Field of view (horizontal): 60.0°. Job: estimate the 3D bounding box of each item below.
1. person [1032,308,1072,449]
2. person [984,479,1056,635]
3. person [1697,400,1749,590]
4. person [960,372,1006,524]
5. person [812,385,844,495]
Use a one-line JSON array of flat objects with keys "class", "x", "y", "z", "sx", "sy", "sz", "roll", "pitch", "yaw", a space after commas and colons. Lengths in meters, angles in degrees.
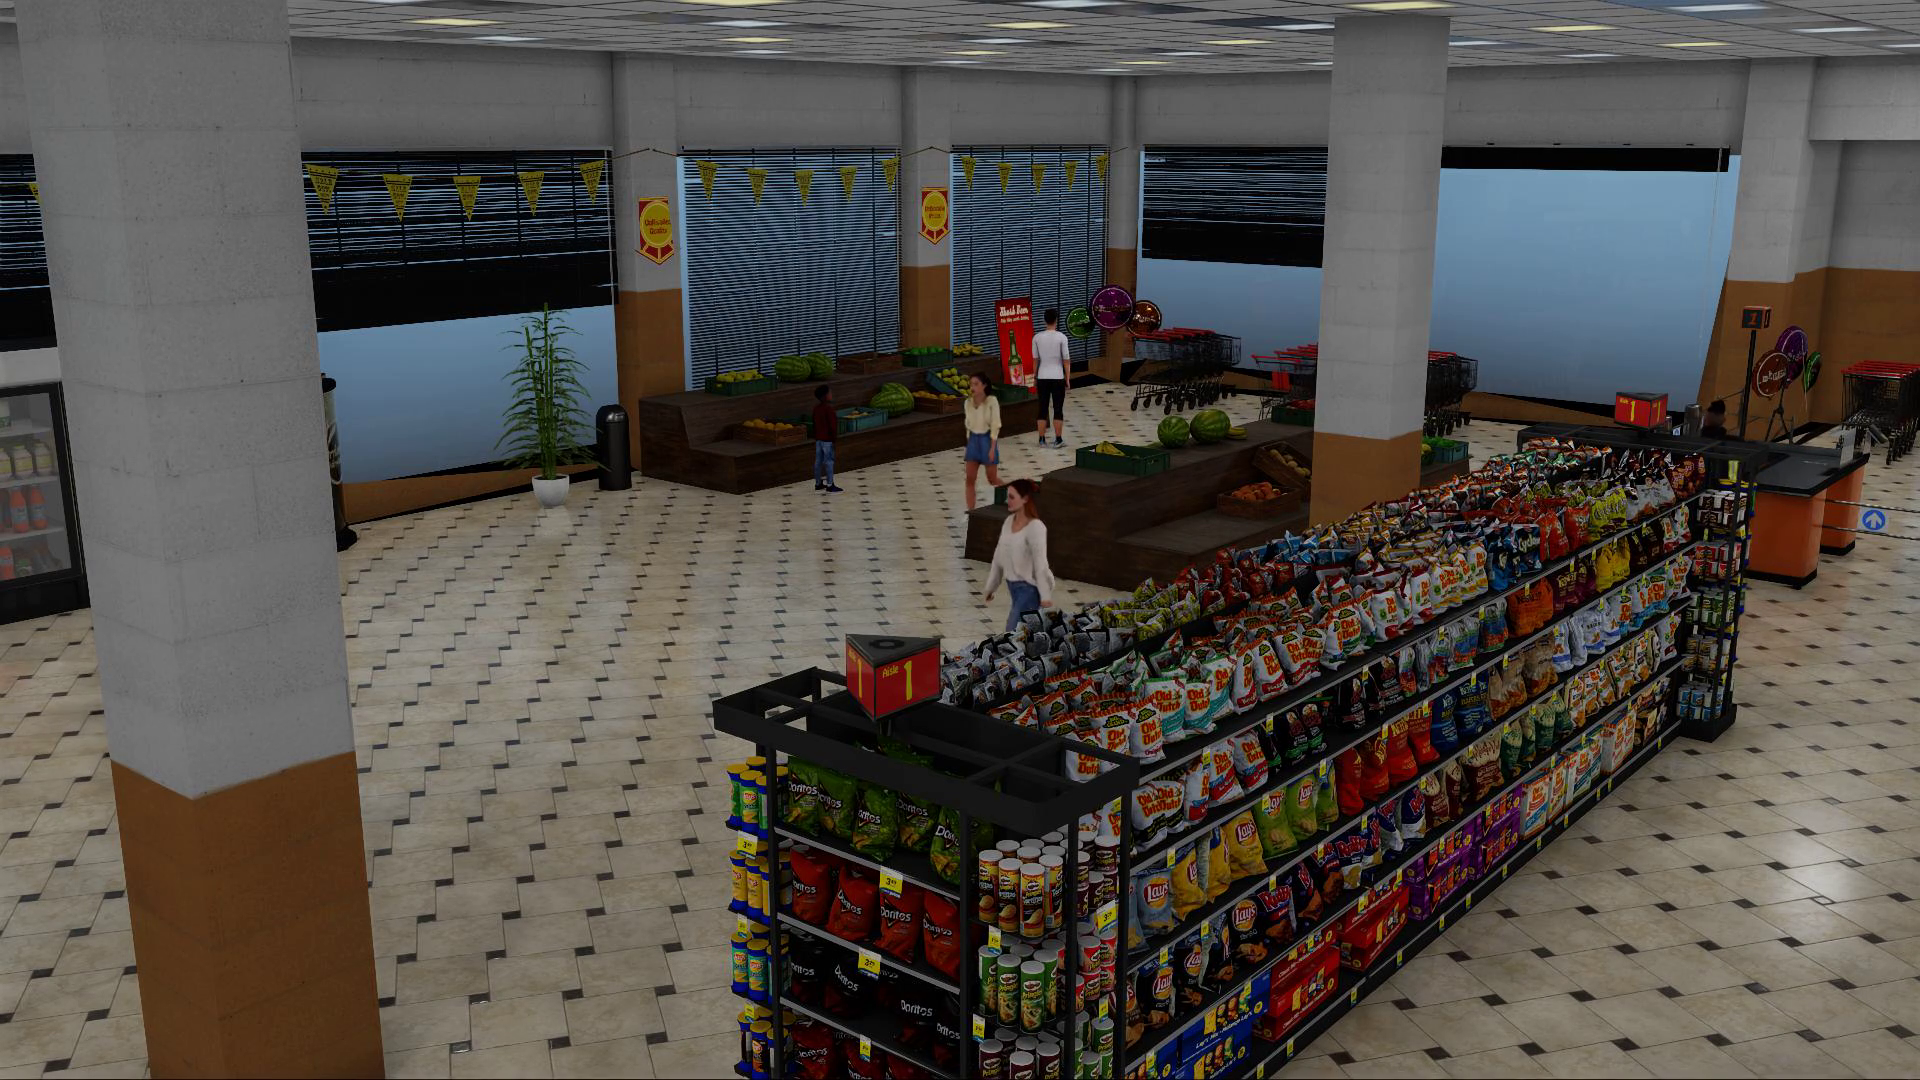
[{"class": "person", "x": 1.206, "y": -2.148, "z": 22.048, "sx": 0.742, "sy": 1.852, "sz": 0.710, "roll": 4, "pitch": 14, "yaw": 17}, {"class": "person", "x": 0.549, "y": 0.398, "z": 11.987, "sx": 1.165, "sy": 1.648, "sz": 0.914, "roll": -7, "pitch": 15, "yaw": -26}, {"class": "person", "x": 6.488, "y": -0.280, "z": 14.356, "sx": 0.968, "sy": 1.848, "sz": 1.040, "roll": 2, "pitch": 14, "yaw": 9}, {"class": "person", "x": 0.295, "y": -0.984, "z": 17.779, "sx": 0.719, "sy": 1.604, "sz": 1.090, "roll": 8, "pitch": 16, "yaw": 31}, {"class": "person", "x": -1.569, "y": -1.177, "z": 19.311, "sx": 0.514, "sy": 1.256, "sz": 0.493, "roll": 13, "pitch": 19, "yaw": 43}]
